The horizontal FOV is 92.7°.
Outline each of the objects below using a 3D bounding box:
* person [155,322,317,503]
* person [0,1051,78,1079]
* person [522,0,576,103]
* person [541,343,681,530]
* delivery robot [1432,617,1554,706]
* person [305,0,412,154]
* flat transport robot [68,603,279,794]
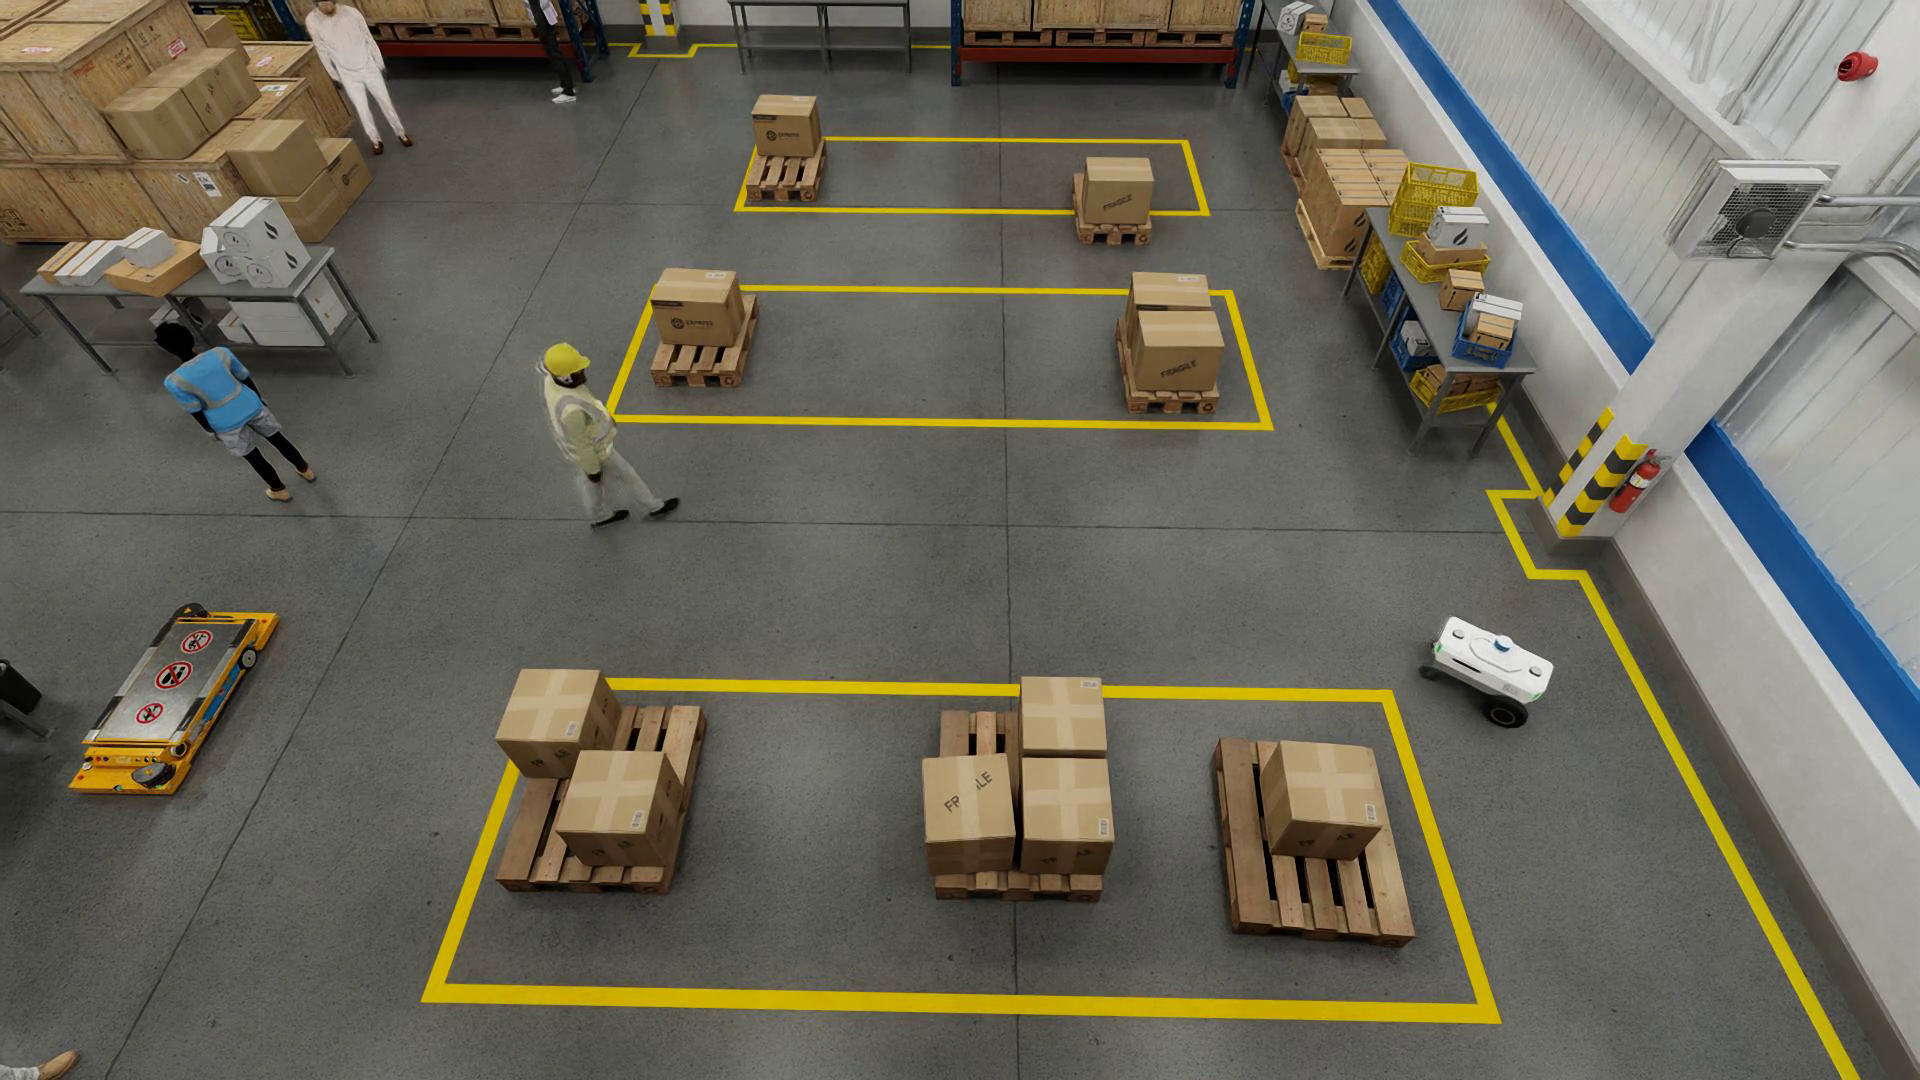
[{"bbox_3d":[-5.741,-0.994,7.262,0.318,1.696,0.536,20,53,16],"label":"person"},{"bbox_3d":[-4.911,2.442,4.259,0.429,1.846,0.626,-36,59,-27],"label":"person"},{"bbox_3d":[-5.472,-6.792,12.033,0.394,1.911,0.583,-12,51,-10],"label":"person"},{"bbox_3d":[-2.703,-0.797,7.021,0.755,1.803,0.597,-27,55,-21],"label":"person"},{"bbox_3d":[3.695,0.841,6.393,0.707,0.478,0.477,29,56,23],"label":"delivery robot"},{"bbox_3d":[-7.292,-5.687,11.099,0.651,1.904,0.402,-26,55,-21],"label":"person"},{"bbox_3d":[-5.504,1.072,6.442,0.652,0.197,1.431,1,50,1],"label":"flat transport robot"}]
